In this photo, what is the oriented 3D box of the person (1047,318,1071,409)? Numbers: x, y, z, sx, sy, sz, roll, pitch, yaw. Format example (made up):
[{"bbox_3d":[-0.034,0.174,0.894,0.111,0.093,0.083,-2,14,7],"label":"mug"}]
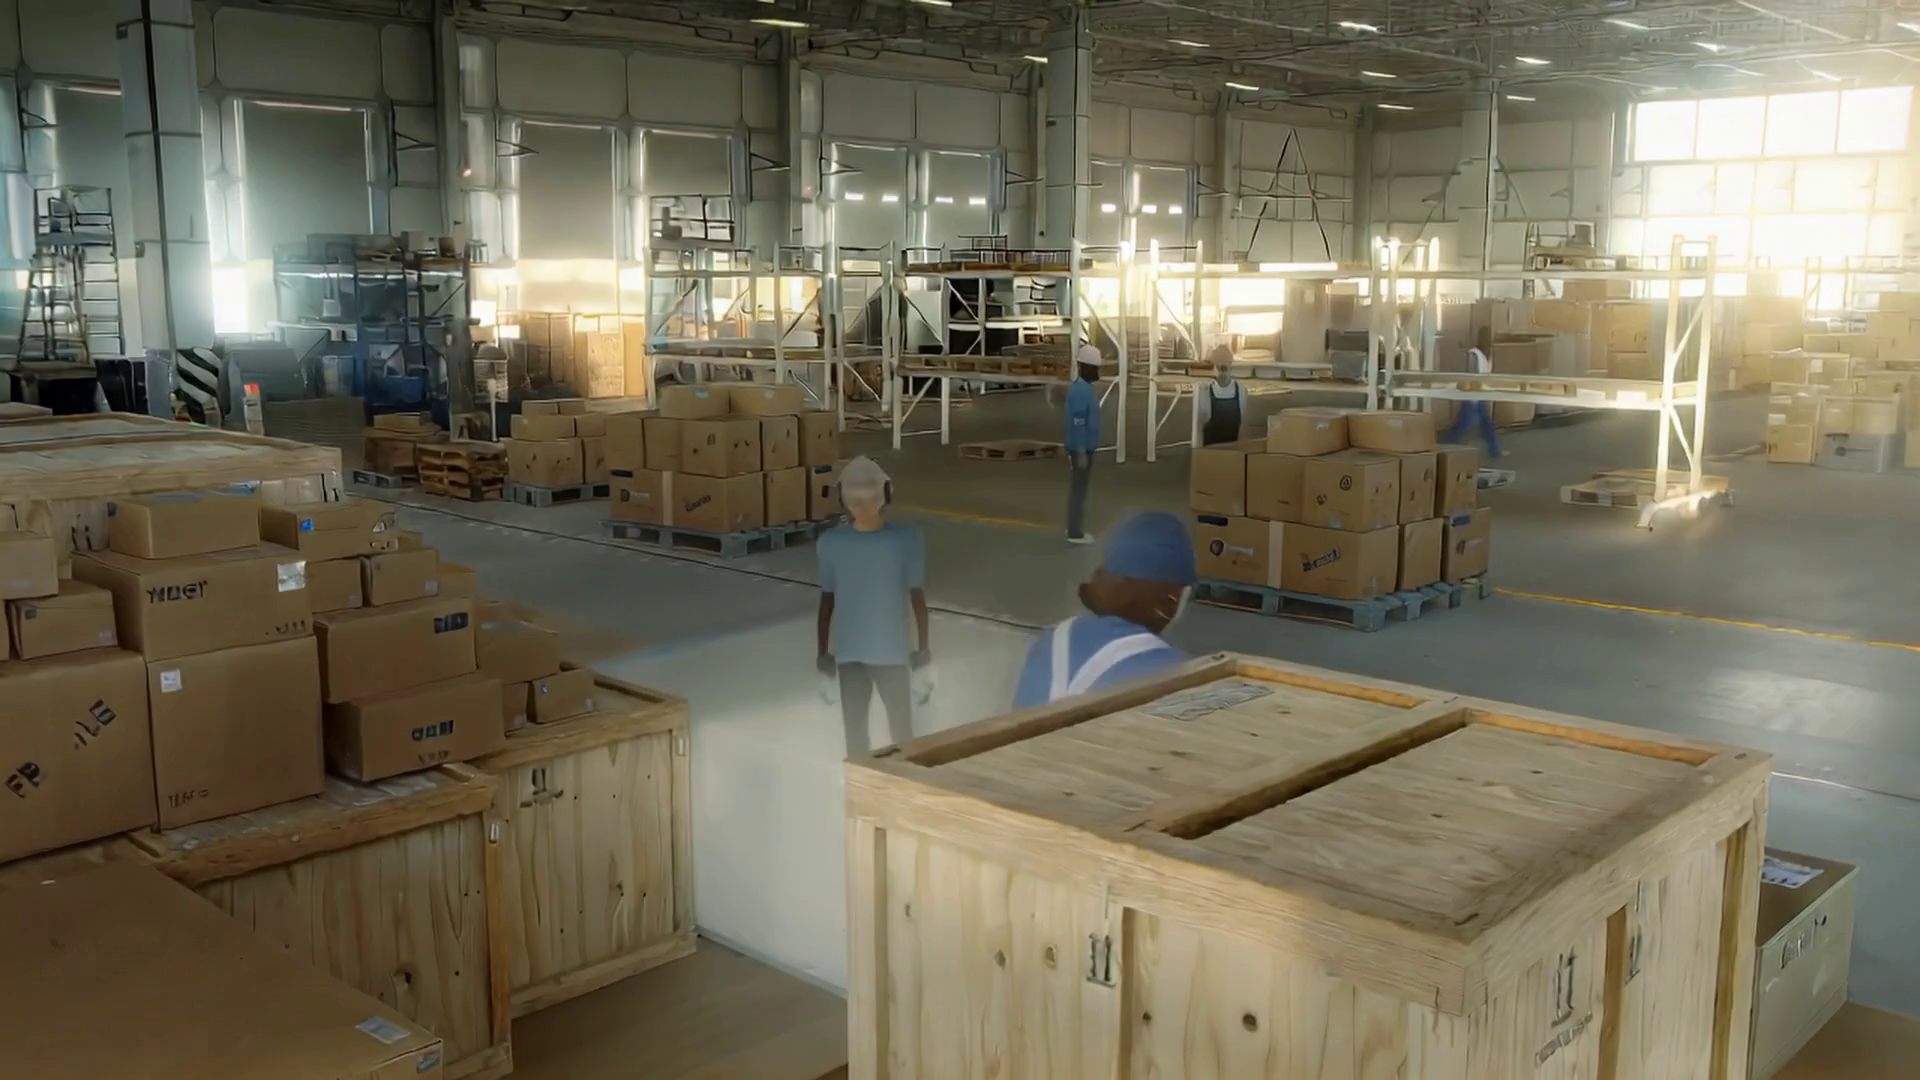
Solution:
[{"bbox_3d":[1.889,-3.335,31.509,0.486,1.737,0.334,-2,9,-12],"label":"person"}]

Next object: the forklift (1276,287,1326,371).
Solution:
[{"bbox_3d":[8.759,-5.708,42.543,1.129,2.768,1.873,0,9,2],"label":"forklift"}]

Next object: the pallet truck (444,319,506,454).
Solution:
[{"bbox_3d":[-6.981,-1.942,22.150,1.885,1.965,0.823,1,9,9],"label":"pallet truck"}]

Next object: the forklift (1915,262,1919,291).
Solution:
[{"bbox_3d":[22.854,-5.205,39.456,1.873,2.768,1.129,6,11,34],"label":"forklift"}]

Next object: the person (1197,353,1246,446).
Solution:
[{"bbox_3d":[2.643,-0.968,16.714,0.547,1.824,0.402,-2,9,-11],"label":"person"}]

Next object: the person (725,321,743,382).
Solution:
[{"bbox_3d":[-4.203,-3.234,30.985,0.319,1.698,0.539,-6,11,-34],"label":"person"}]

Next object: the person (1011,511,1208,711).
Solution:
[{"bbox_3d":[0.518,0.868,4.791,1.056,2.000,0.687,-5,11,-28],"label":"person"}]

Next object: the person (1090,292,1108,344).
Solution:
[{"bbox_3d":[4.306,-6.707,51.583,0.544,1.930,0.389,0,9,-1],"label":"person"}]

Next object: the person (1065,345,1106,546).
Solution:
[{"bbox_3d":[1.210,-0.916,16.074,0.382,1.924,0.594,1,9,6],"label":"person"}]

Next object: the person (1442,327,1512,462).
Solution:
[{"bbox_3d":[7.143,-2.021,23.052,1.022,1.872,0.607,8,12,42],"label":"person"}]

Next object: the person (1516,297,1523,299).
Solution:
[{"bbox_3d":[14.388,-5.305,42.954,0.545,1.938,0.355,5,11,30],"label":"person"}]

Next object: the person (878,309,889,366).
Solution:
[{"bbox_3d":[-2.020,-5.352,44.187,0.319,1.631,0.525,1,9,4],"label":"person"}]

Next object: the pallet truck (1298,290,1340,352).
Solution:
[{"bbox_3d":[11.297,-6.951,52.861,1.885,1.965,0.823,-5,11,-29],"label":"pallet truck"}]

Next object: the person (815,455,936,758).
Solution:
[{"bbox_3d":[-0.377,0.534,7.400,0.542,1.854,0.628,0,9,-1],"label":"person"}]

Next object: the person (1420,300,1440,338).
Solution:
[{"bbox_3d":[14.893,-6.896,52.805,0.644,1.910,0.779,3,10,16],"label":"person"}]
